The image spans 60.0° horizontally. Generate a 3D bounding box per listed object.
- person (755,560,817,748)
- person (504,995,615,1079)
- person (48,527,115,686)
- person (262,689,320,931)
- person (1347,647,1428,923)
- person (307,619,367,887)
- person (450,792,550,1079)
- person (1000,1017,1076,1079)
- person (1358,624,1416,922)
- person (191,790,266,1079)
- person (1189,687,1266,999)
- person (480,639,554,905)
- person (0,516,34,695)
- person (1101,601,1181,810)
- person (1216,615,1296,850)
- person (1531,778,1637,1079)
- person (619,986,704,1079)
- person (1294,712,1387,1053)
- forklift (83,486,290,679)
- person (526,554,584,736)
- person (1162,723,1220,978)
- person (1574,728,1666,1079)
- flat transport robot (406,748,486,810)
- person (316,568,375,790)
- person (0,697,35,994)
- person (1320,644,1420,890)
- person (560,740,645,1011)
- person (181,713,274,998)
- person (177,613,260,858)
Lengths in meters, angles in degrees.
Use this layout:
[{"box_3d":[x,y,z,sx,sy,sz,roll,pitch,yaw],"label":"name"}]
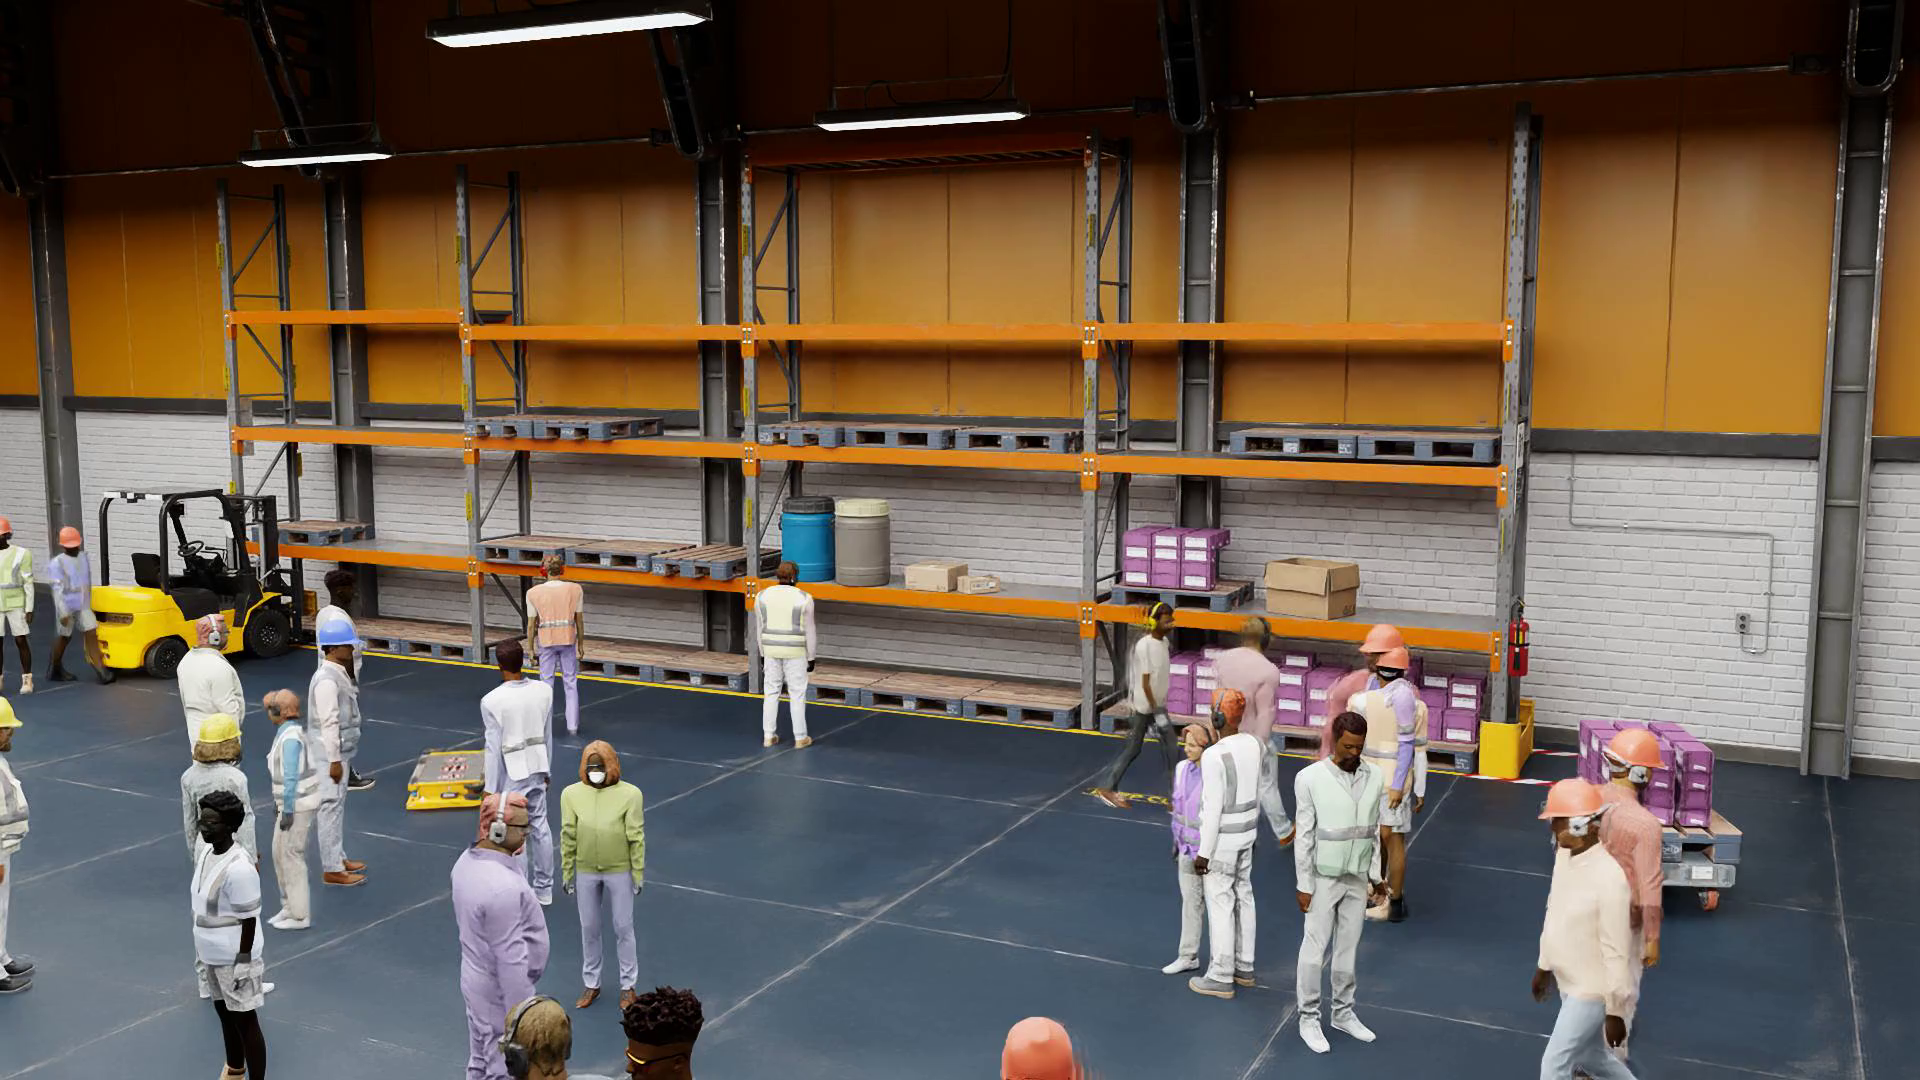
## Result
[{"box_3d":[-1.688,1.114,16.246,0.620,1.835,0.431,2,7,15],"label":"person"},{"box_3d":[-1.296,2.392,5.284,0.372,1.927,0.635,4,8,30],"label":"person"},{"box_3d":[-10.159,0.757,19.078,1.012,1.862,0.613,3,7,22],"label":"person"},{"box_3d":[-4.538,1.818,11.299,0.359,1.610,0.535,-3,8,-26],"label":"person"},{"box_3d":[2.910,1.654,11.388,0.550,1.924,0.391,2,7,17],"label":"person"},{"box_3d":[-4.559,1.544,12.176,0.402,1.949,0.605,-2,7,-15],"label":"person"},{"box_3d":[-2.107,2.107,7.729,0.405,1.903,0.636,-4,8,-32],"label":"person"},{"box_3d":[0.159,2.400,5.343,0.783,1.899,0.577,0,7,4],"label":"person"},{"box_3d":[2.883,1.586,11.435,0.372,2.043,0.615,-1,7,-9],"label":"person"},{"box_3d":[-3.753,2.110,8.516,0.315,1.700,0.541,-7,10,-44],"label":"person"},{"box_3d":[1.624,1.826,10.111,0.342,1.882,0.586,6,9,42],"label":"person"},{"box_3d":[-3.056,1.638,11.534,0.398,1.917,0.590,5,8,33],"label":"person"},{"box_3d":[-10.655,0.736,18.543,0.602,2.032,0.412,-2,7,-12],"label":"person"},{"box_3d":[1.589,1.404,13.935,0.936,1.823,0.483,6,9,41],"label":"person"},{"box_3d":[2.236,1.505,12.760,1.046,1.877,0.647,-6,9,-41],"label":"person"},{"box_3d":[2.999,2.079,7.833,0.946,1.948,0.621,0,7,-1],"label":"person"},{"box_3d":[-0.893,2.367,5.301,0.363,1.963,0.612,-6,9,-39],"label":"person"},{"box_3d":[2.137,1.898,9.399,0.587,1.914,0.390,-3,8,-25],"label":"person"},{"box_3d":[-9.426,0.454,20.179,1.214,2.155,2.313,3,8,26],"label":"forklift"},{"box_3d":[-4.035,1.064,16.620,0.560,1.836,0.394,-3,8,-23],"label":"person"},{"box_3d":[1.491,1.930,10.249,0.315,1.640,0.514,-4,8,-33],"label":"person"},{"box_3d":[3.435,1.954,8.681,0.410,1.980,0.626,-2,7,-19],"label":"person"},{"box_3d":[-4.449,2.079,14.629,0.652,0.197,1.431,-1,7,-12],"label":"flat transport robot"},{"box_3d":[-5.475,1.227,14.725,0.368,1.967,0.602,-6,9,-40],"label":"person"},{"box_3d":[-5.895,1.856,10.142,0.403,1.821,0.600,-4,8,-30],"label":"person"},{"box_3d":[2.832,1.628,11.771,0.820,1.898,0.372,0,7,0],"label":"person"},{"box_3d":[-2.122,1.983,9.882,0.502,1.625,0.294,0,7,2],"label":"person"},{"box_3d":[-4.439,1.904,10.042,0.484,1.745,0.298,2,7,19],"label":"person"},{"box_3d":[-5.647,1.506,12.662,0.641,1.908,0.407,5,9,38],"label":"person"}]
